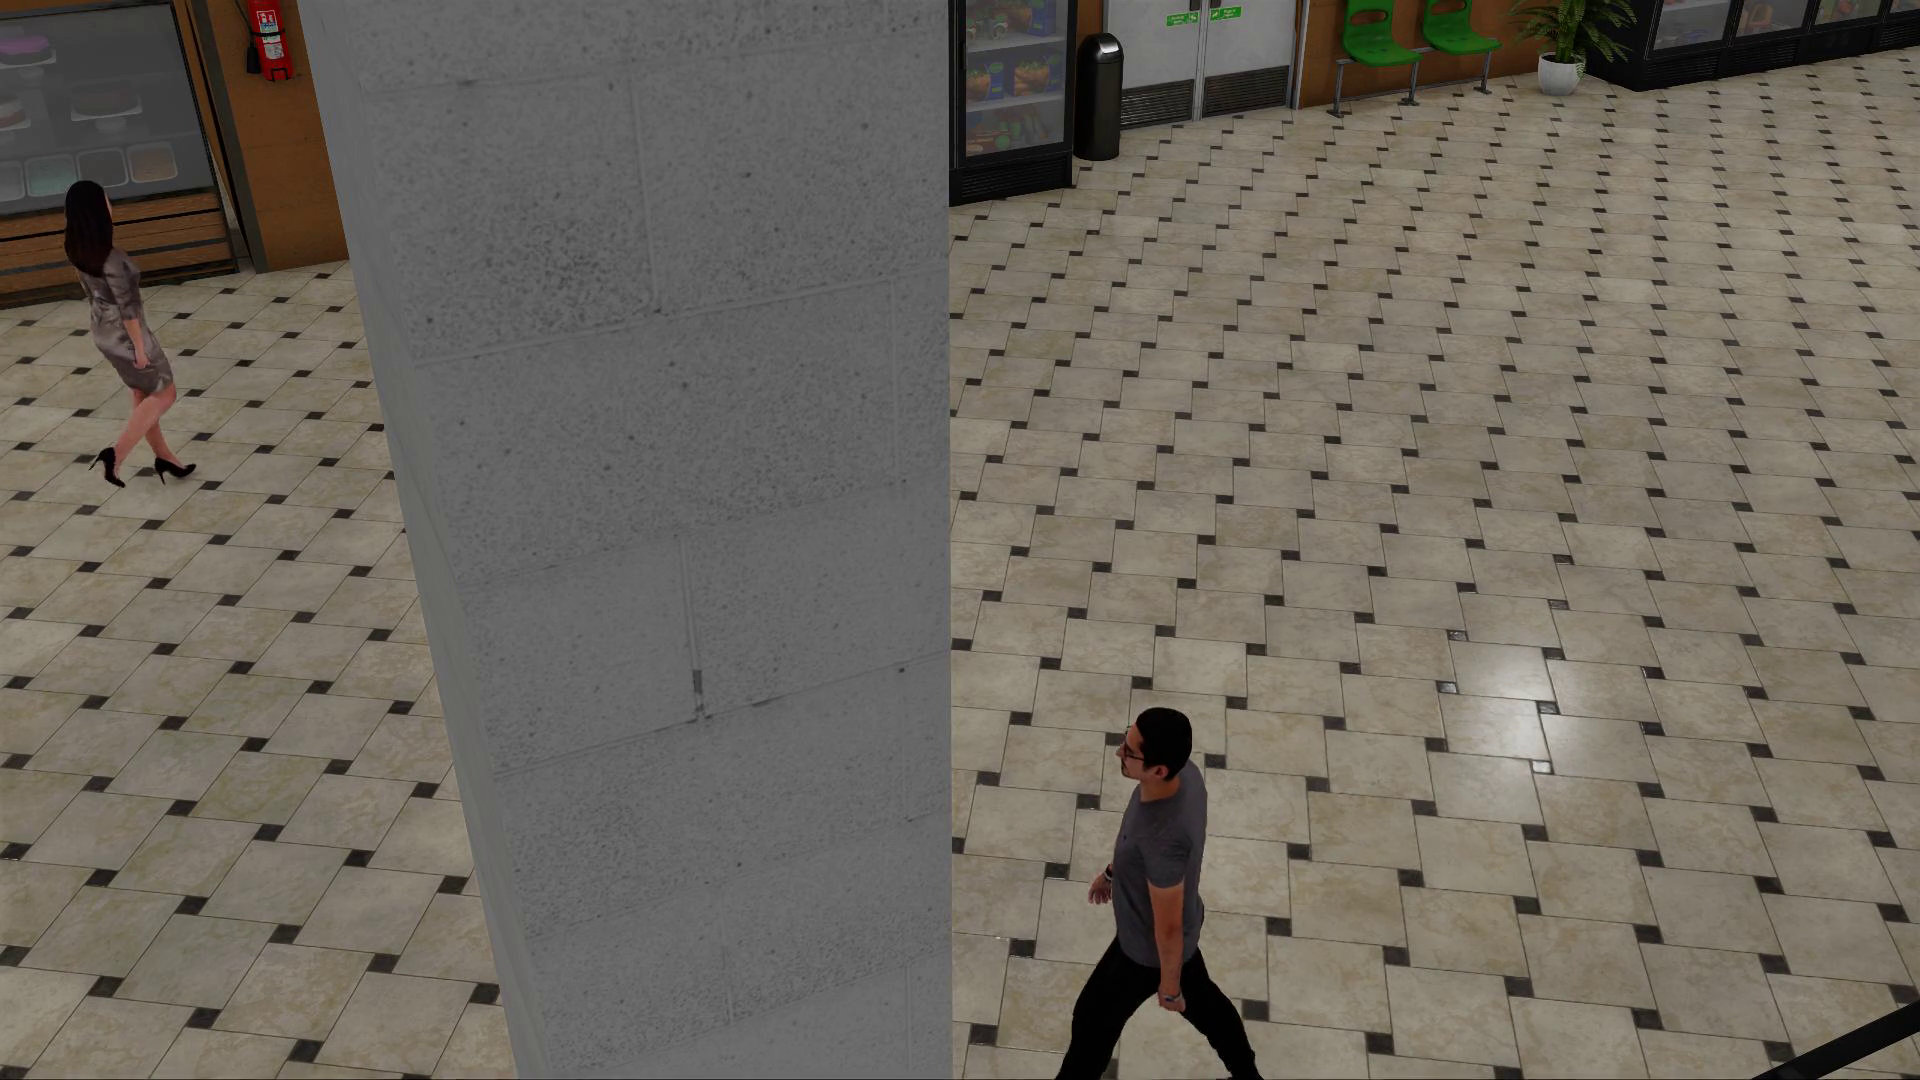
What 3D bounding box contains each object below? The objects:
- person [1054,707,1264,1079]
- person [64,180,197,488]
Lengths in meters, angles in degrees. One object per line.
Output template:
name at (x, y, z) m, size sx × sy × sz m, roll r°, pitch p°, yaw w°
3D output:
person at (0.687, 1.219, 5.135) m, size 1.142 × 1.712 × 1.175 m, roll 6°, pitch 32°, yaw 10°
person at (-4.420, -1.007, 8.691) m, size 0.889 × 1.733 × 0.904 m, roll 18°, pitch 36°, yaw 27°
